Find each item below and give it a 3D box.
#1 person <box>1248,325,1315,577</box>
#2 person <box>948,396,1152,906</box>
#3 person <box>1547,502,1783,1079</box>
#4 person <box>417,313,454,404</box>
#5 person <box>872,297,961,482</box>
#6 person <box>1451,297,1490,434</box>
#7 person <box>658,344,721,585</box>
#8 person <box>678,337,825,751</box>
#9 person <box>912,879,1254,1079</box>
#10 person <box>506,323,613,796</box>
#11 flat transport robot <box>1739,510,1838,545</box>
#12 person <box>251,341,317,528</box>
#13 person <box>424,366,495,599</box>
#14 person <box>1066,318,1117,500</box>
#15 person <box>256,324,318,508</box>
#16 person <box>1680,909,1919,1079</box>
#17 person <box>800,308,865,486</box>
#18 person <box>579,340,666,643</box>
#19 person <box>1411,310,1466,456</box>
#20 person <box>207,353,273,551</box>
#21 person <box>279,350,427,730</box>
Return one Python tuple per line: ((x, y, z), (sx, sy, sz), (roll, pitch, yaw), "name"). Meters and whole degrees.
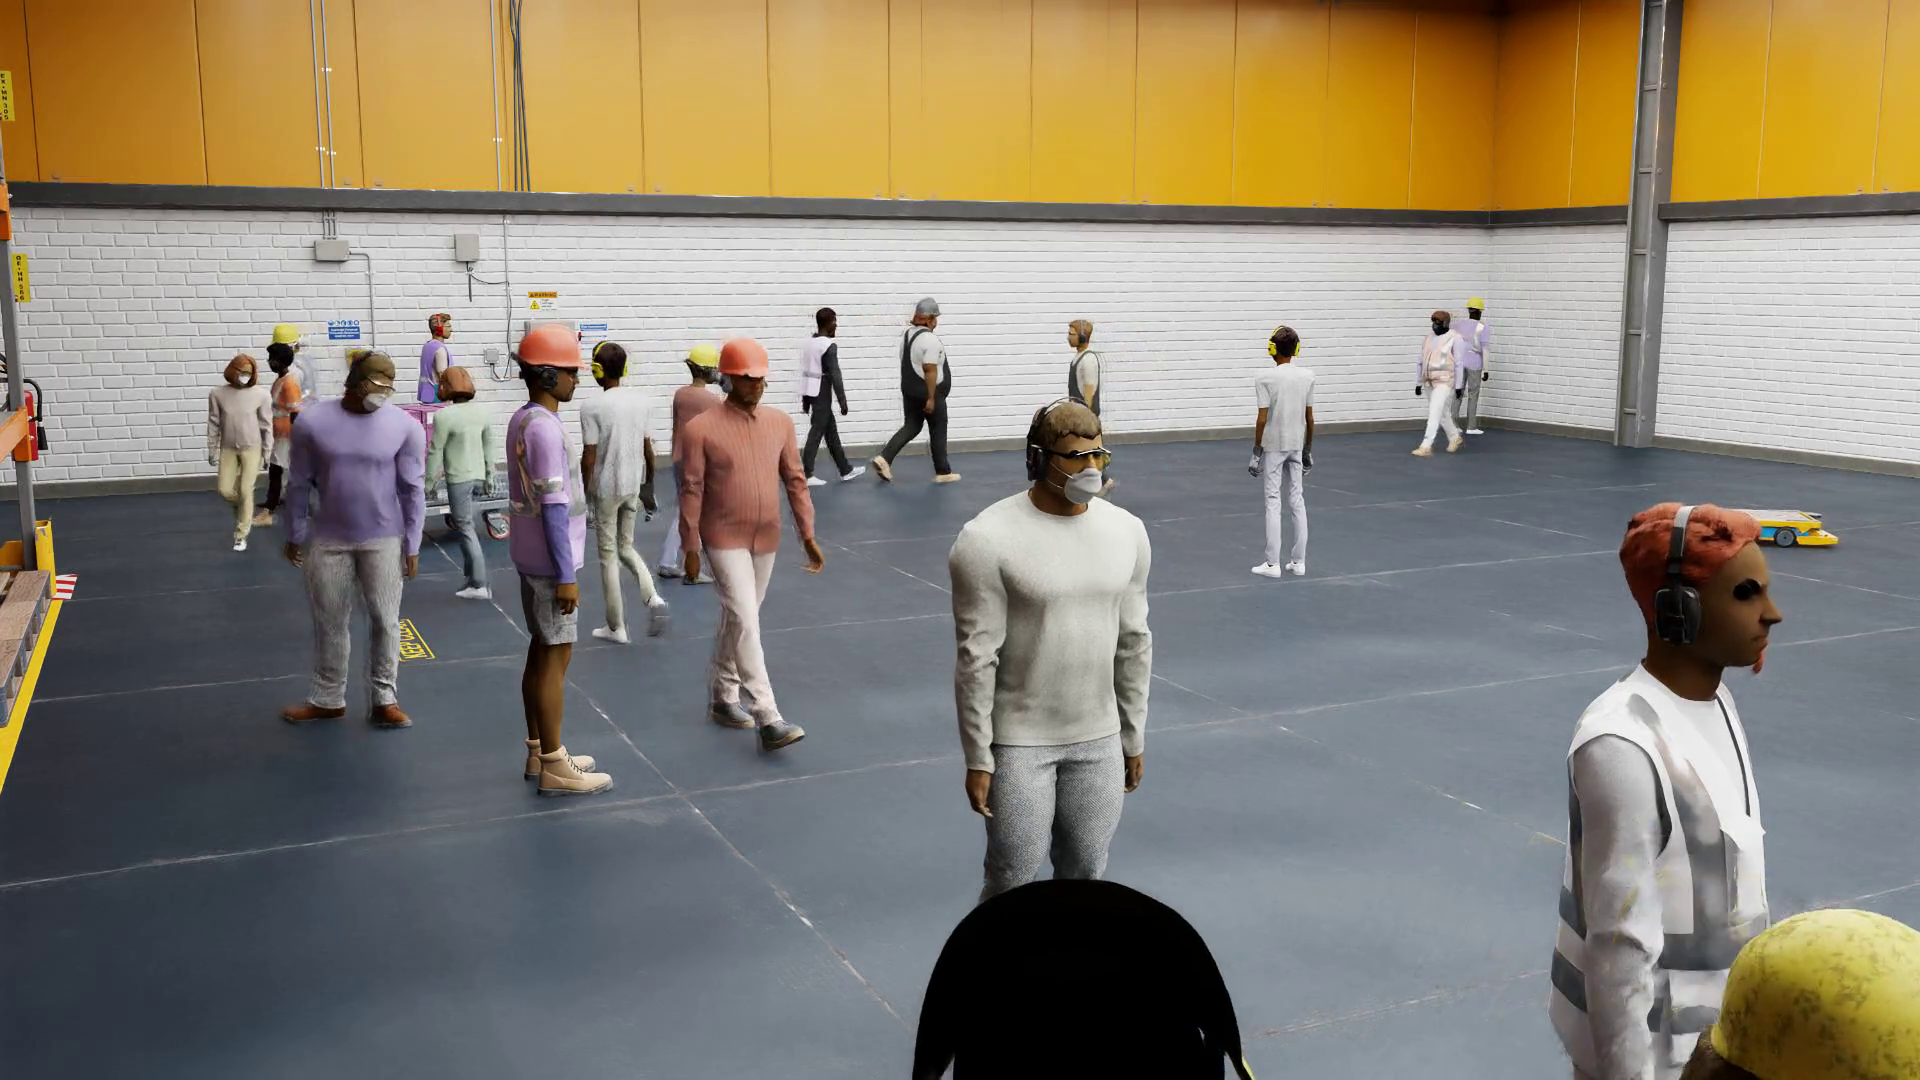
((2.390, -0.649, 12.377), (0.516, 1.860, 0.325), (-3, 10, -19), "person")
((0.263, 0.562, 4.659), (0.622, 1.932, 0.368), (-5, 10, -26), "person")
((1.207, 0.871, 2.864), (0.355, 1.884, 0.575), (6, 11, 34), "person")
((-5.345, -1.396, 17.044), (0.396, 1.847, 0.564), (-6, 11, -31), "person")
((-0.469, -1.614, 17.800), (0.919, 2.000, 0.689), (-5, 11, -31), "person")
((7.145, -2.432, 23.268), (0.402, 1.919, 0.591), (-8, 12, -41), "person")
((-1.923, -0.547, 12.116), (0.455, 1.742, 0.542), (-9, 13, -44), "person")
((-0.962, 0.012, 7.966), (0.626, 1.944, 0.985), (-8, 12, -42), "person")
((0.065, 1.134, 1.130), (0.584, 1.917, 0.384), (2, 9, 15), "person")
((-1.763, 0.086, 7.244), (0.372, 2.044, 0.608), (-4, 10, -24), "person")
((6.544, -0.124, 14.030), (1.431, 0.197, 0.652), (2, 9, 13), "flat transport robot")
((-5.962, -0.950, 14.876), (0.870, 1.662, 0.552), (-5, 10, -28), "person")
((-3.488, -0.395, 11.534), (0.506, 1.613, 0.514), (4, 10, 21), "person")
((1.173, -1.165, 15.645), (0.509, 1.835, 0.529), (-1, 9, -3), "person")
((-6.281, -1.166, 15.882), (0.897, 1.805, 0.596), (-3, 10, -16), "person")
((0.786, 1.169, 1.612), (0.502, 1.692, 0.914), (-4, 10, -25), "person")
((-1.351, -1.524, 17.746), (0.937, 1.877, 0.614), (-5, 10, -28), "person")
((-2.051, -0.270, 10.051), (0.529, 1.849, 0.542), (8, 12, 41), "person")
((5.993, -1.963, 20.710), (0.932, 1.806, 0.637), (-5, 11, -30), "person")
((-5.869, -0.727, 13.600), (0.524, 1.608, 0.423), (-1, 9, -7), "person")
((-3.014, 0.014, 8.179), (0.797, 1.897, 0.416), (-1, 9, -7), "person")
